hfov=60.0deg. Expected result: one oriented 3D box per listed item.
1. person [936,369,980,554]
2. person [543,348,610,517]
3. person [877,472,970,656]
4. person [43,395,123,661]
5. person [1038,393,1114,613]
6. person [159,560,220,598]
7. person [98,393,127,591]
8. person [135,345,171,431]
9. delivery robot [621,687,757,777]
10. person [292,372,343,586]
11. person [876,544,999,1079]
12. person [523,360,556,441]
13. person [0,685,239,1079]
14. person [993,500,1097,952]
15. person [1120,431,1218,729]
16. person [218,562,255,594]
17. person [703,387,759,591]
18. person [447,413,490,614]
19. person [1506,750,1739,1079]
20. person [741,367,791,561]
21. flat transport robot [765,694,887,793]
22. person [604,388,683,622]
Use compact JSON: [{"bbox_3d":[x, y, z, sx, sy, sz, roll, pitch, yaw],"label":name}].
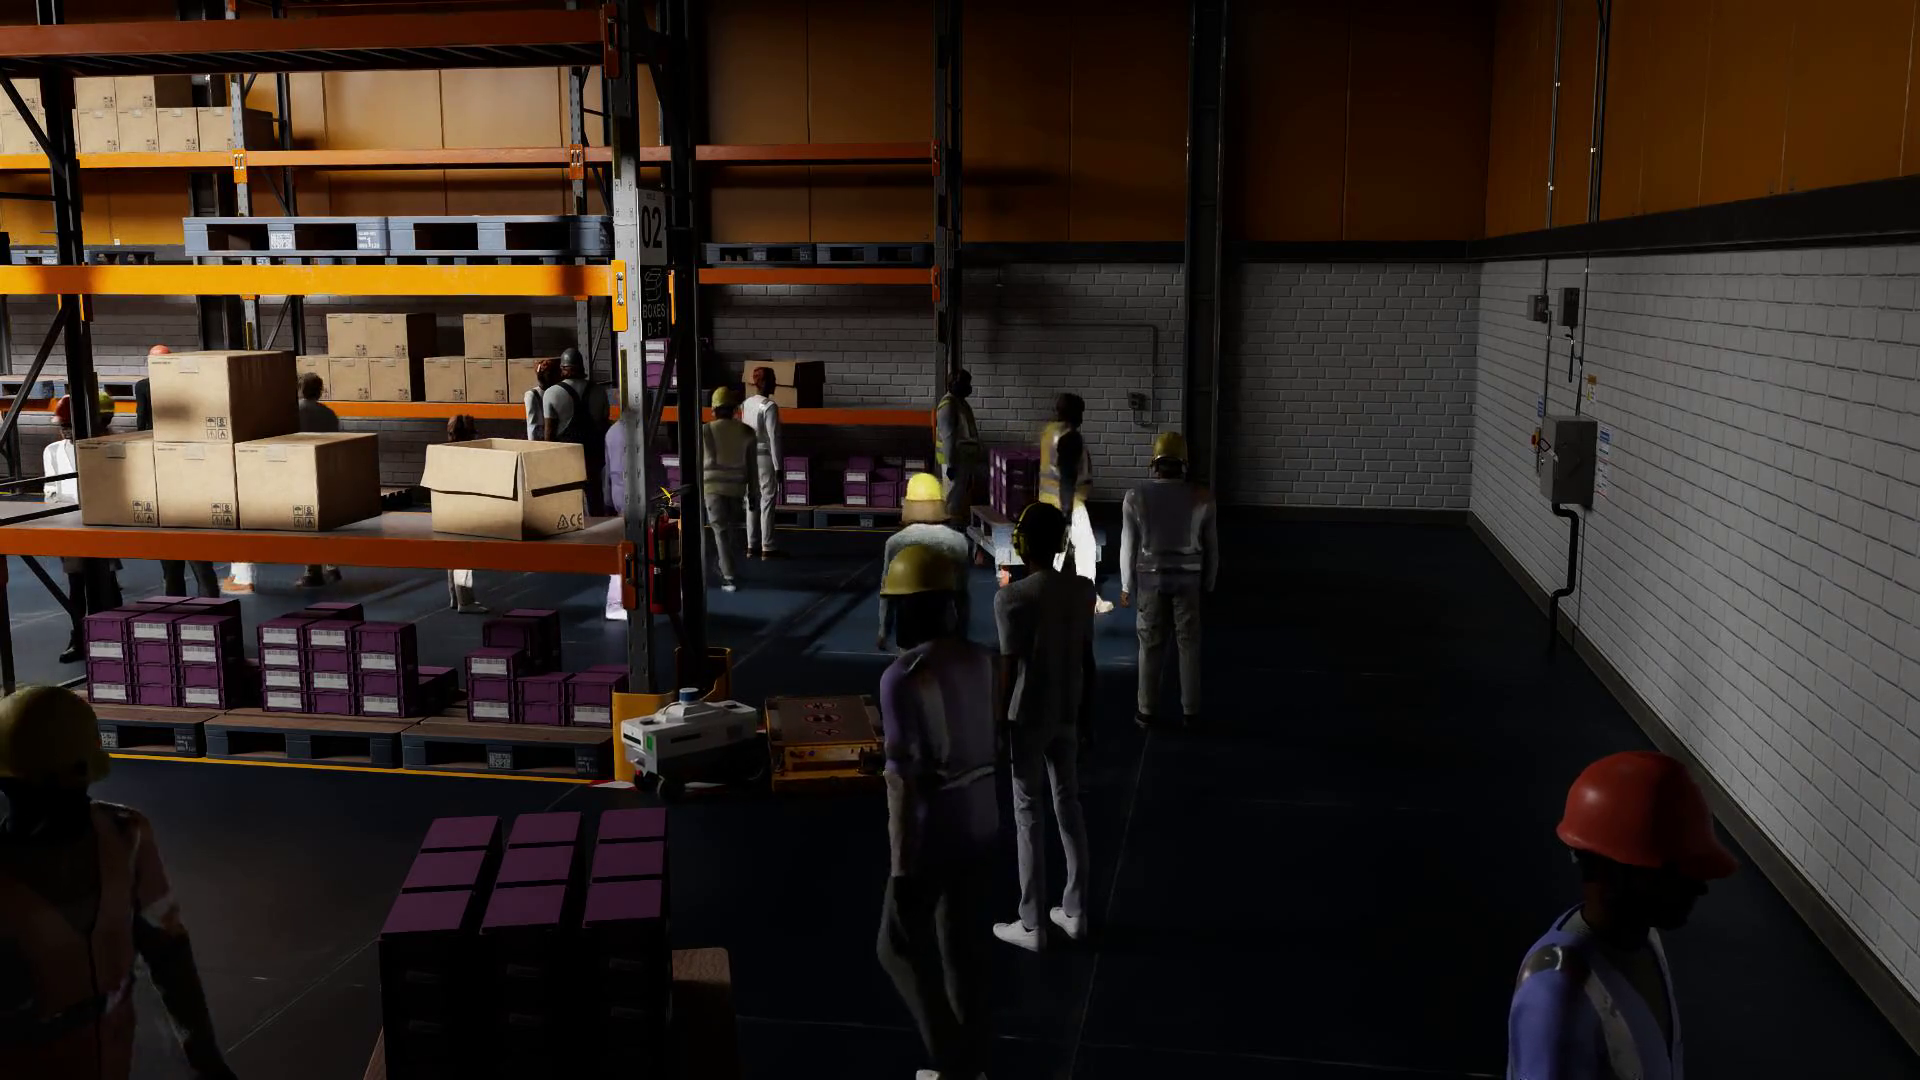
[{"bbox_3d":[-0.017,-0.774,16.504,0.429,1.842,0.632,2,9,13],"label":"person"},{"bbox_3d":[-3.906,-0.925,16.825,0.684,2.000,0.536,-6,11,-33],"label":"person"},{"bbox_3d":[-0.168,0.478,9.159,0.493,1.702,0.895,-4,10,-25],"label":"person"},{"bbox_3d":[-6.264,-0.083,11.934,0.548,1.931,0.379,-1,9,-8],"label":"person"},{"bbox_3d":[0.964,-0.291,13.638,0.734,1.801,0.691,-2,9,-13],"label":"person"},{"bbox_3d":[-5.762,-0.150,12.329,0.632,1.940,0.372,1,9,3],"label":"person"},{"bbox_3d":[-7.355,-0.395,14.406,0.668,1.743,0.553,7,12,39],"label":"person"},{"bbox_3d":[-8.789,-1.161,18.454,0.608,1.987,0.388,-6,11,-31],"label":"person"},{"bbox_3d":[-1.455,1.038,8.945,0.707,0.478,0.477,-8,12,-39],"label":"delivery robot"},{"bbox_3d":[-5.785,-0.520,14.818,0.371,1.914,0.672,5,10,28],"label":"person"},{"bbox_3d":[-0.086,0.964,5.552,0.507,1.892,0.608,7,11,36],"label":"person"},{"bbox_3d":[-4.342,-0.947,17.452,0.356,1.882,0.573,3,10,16],"label":"person"},{"bbox_3d":[-1.972,1.250,3.755,0.730,1.898,0.597,3,10,19],"label":"person"},{"bbox_3d":[0.338,0.765,6.884,0.534,1.864,0.310,-6,11,-33],"label":"person"},{"bbox_3d":[1.274,0.248,10.189,0.599,1.830,0.403,0,9,2],"label":"person"},{"bbox_3d":[-6.391,-0.477,14.435,0.567,1.916,0.664,0,9,2],"label":"person"},{"bbox_3d":[-2.116,-0.469,14.806,0.591,1.787,0.947,-5,10,-27],"label":"person"},{"bbox_3d":[-4.085,-0.218,13.671,0.314,1.641,0.515,-4,10,-26],"label":"person"},{"bbox_3d":[1.211,1.331,3.142,0.377,1.936,0.549,6,11,34],"label":"person"},{"bbox_3d":[-1.906,-0.744,16.183,0.341,1.882,0.587,-7,12,-39],"label":"person"},{"bbox_3d":[-0.772,1.133,9.524,0.652,0.197,1.431,-1,9,-8],"label":"flat transport robot"},{"bbox_3d":[-2.496,-0.296,13.441,0.951,1.859,0.681,-7,11,-36],"label":"person"}]
